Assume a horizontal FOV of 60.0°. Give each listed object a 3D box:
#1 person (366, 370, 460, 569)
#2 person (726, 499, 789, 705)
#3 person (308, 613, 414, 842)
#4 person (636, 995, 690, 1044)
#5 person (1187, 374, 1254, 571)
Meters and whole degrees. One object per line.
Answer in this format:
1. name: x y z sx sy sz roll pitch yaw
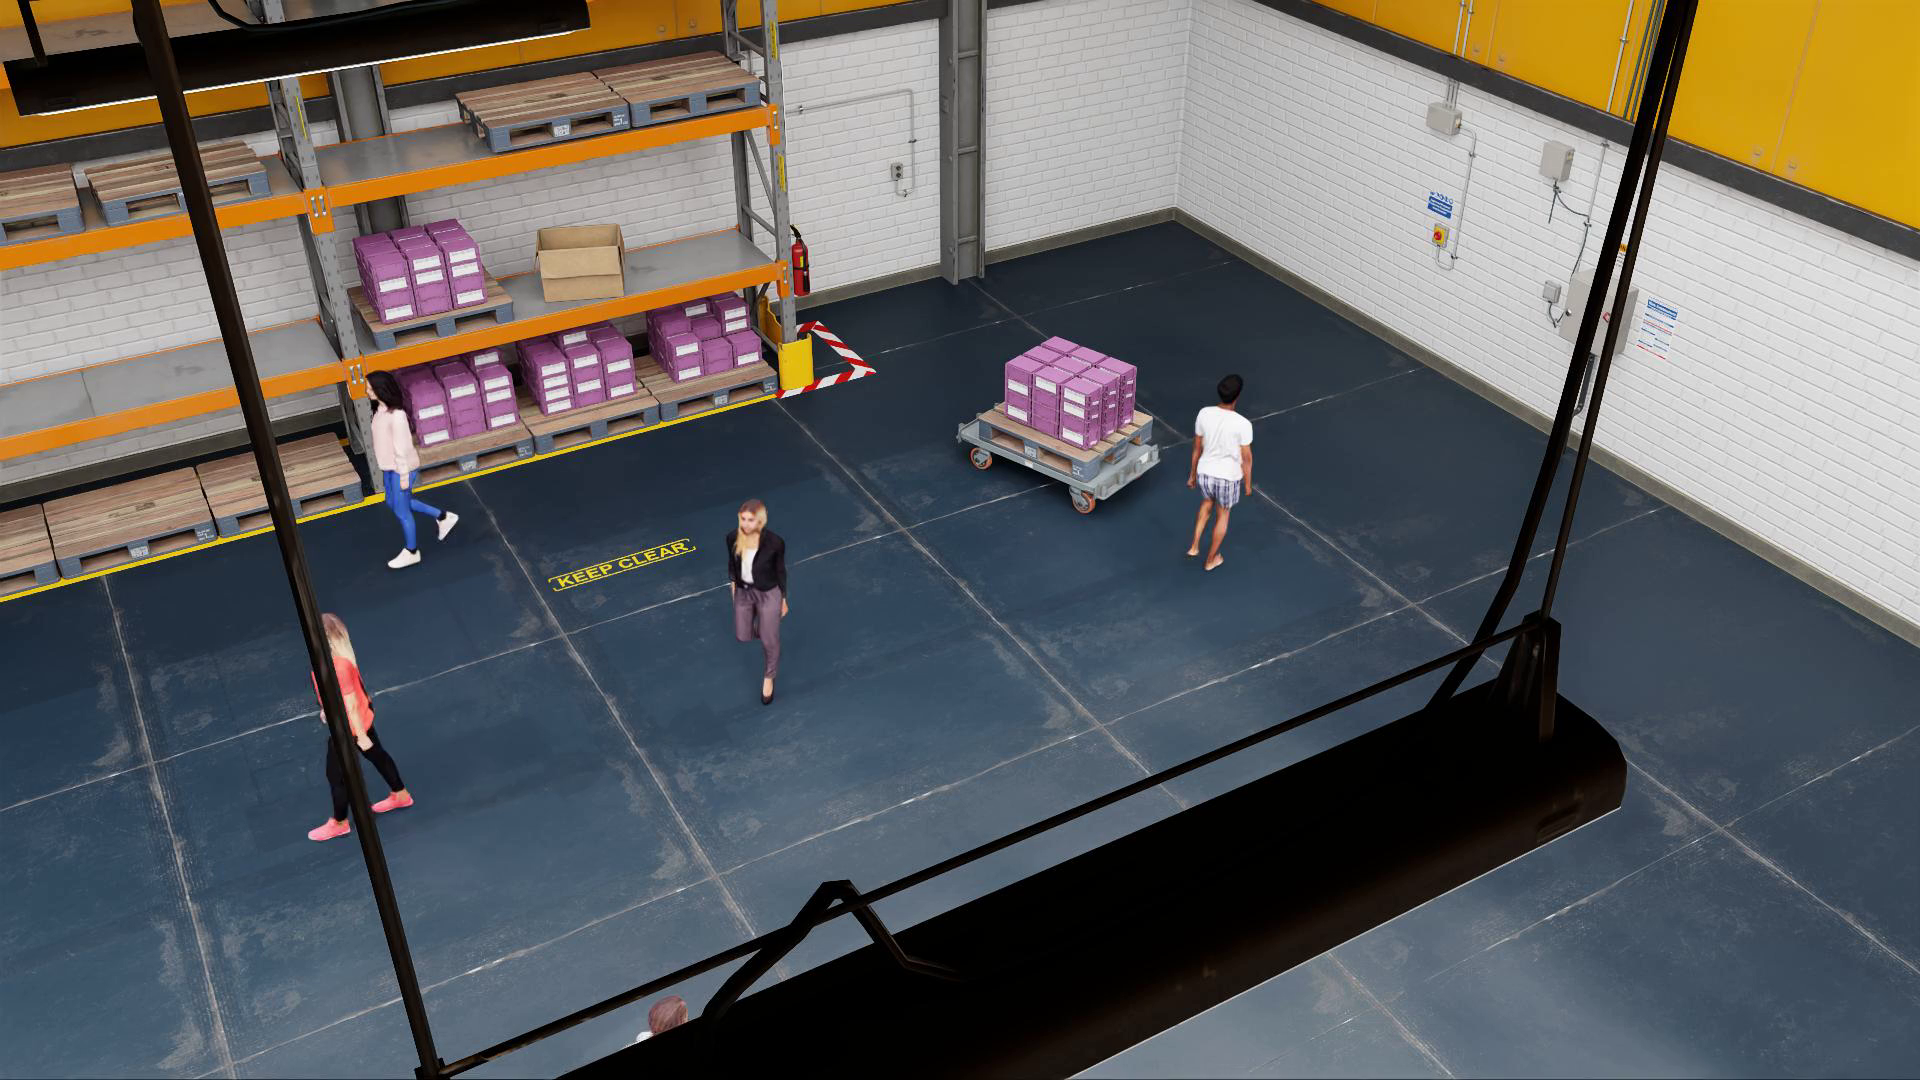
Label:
1. person: -4.398 -0.584 13.330 0.864 1.755 0.653 -19 38 -26
2. person: -1.414 0.391 11.951 0.858 1.658 0.912 7 34 10
3. person: -3.846 1.158 10.788 0.928 1.668 0.651 -13 36 -19
4. person: -1.457 2.885 8.298 0.674 1.547 0.738 19 38 26
5. person: 2.021 -0.473 13.202 0.735 1.711 0.741 23 40 30
